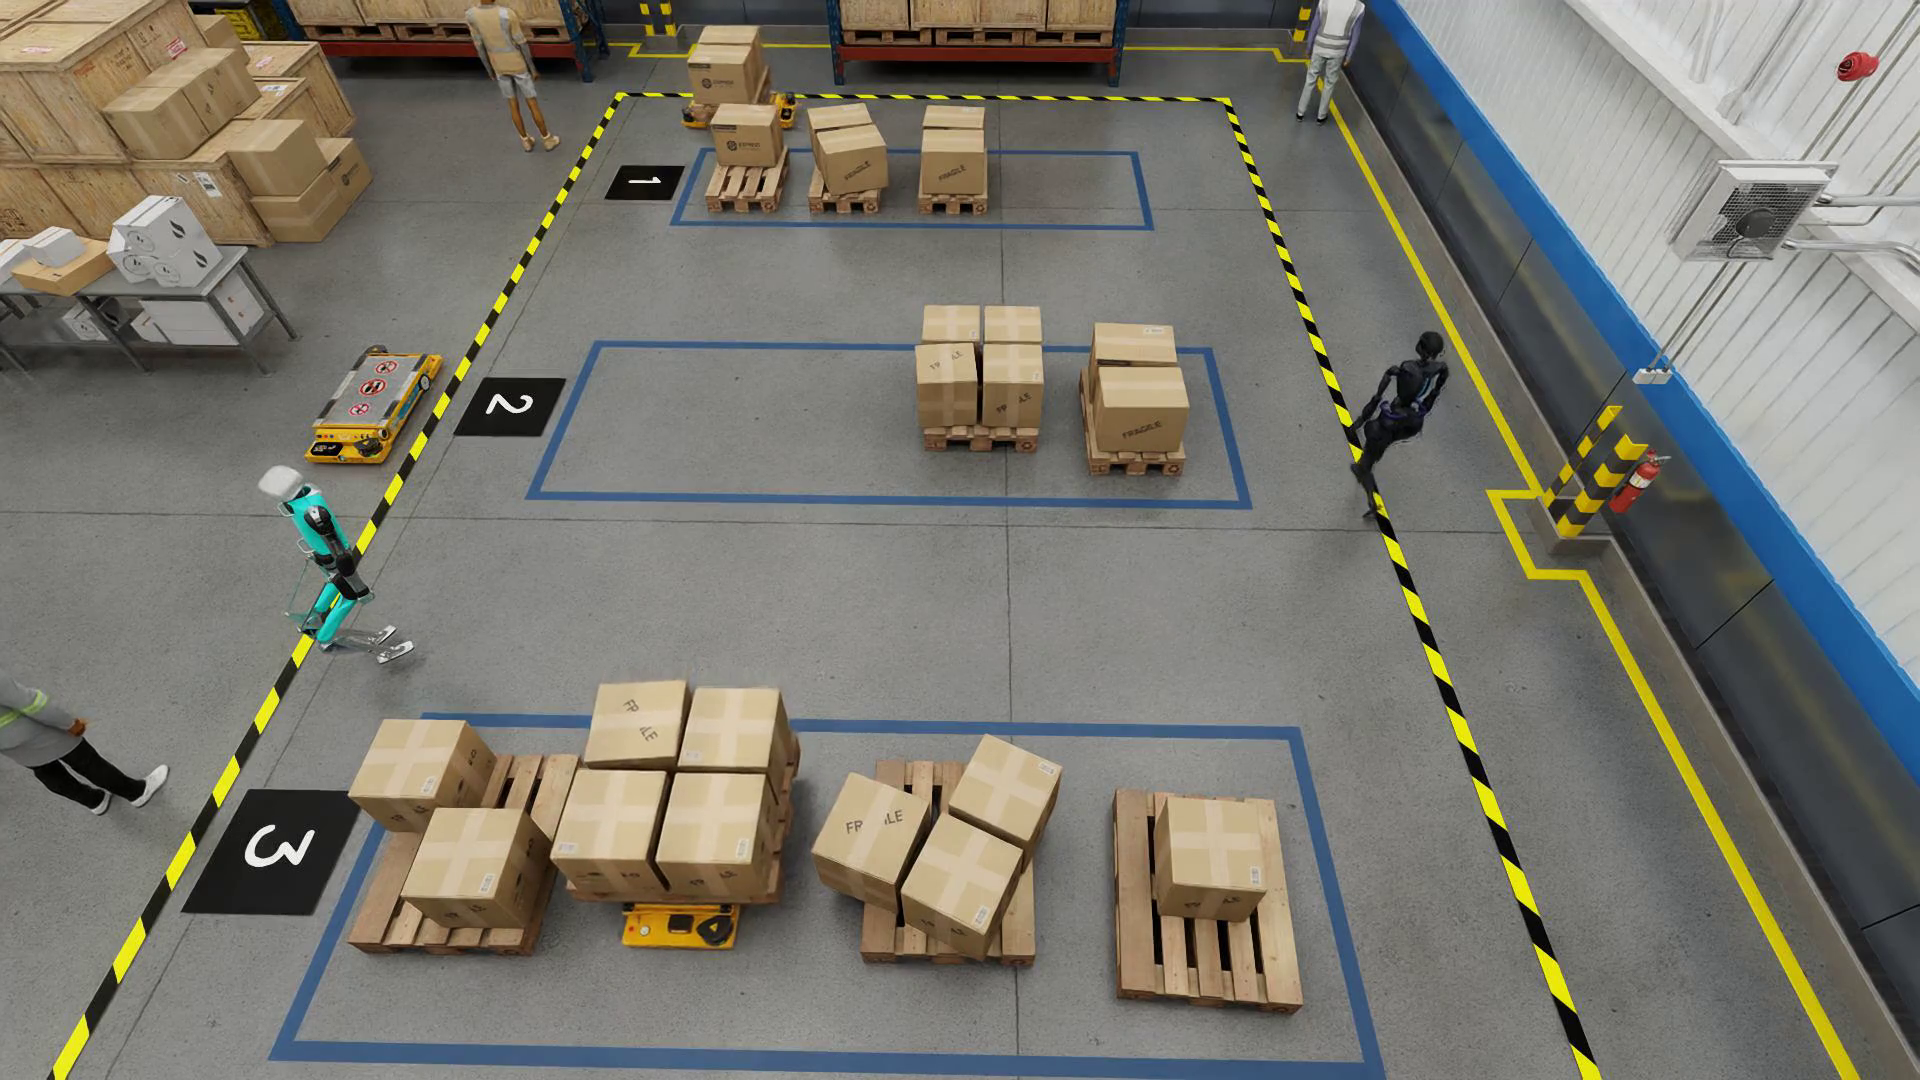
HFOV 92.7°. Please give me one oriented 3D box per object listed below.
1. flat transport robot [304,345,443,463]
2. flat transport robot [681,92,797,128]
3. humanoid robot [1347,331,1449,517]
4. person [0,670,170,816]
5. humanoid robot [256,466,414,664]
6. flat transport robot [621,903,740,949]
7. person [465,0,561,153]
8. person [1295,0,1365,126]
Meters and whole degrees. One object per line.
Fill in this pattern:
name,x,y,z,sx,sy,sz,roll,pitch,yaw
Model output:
flat transport robot,-5.383,-1.269,8.441,0.659,0.231,1.431,1,50,1
flat transport robot,-2.933,-5.745,12.210,1.431,0.197,0.652,1,50,1
humanoid robot,3.458,-0.911,7.236,0.610,1.646,0.693,-6,50,-5
person,-5.554,1.079,5.419,0.589,1.848,0.403,-6,50,-5
humanoid robot,-4.277,0.286,6.072,0.533,1.681,0.735,35,58,26
flat transport robot,-1.655,1.814,5.814,0.652,0.197,1.431,1,50,1
person,-5.421,-5.721,11.055,0.605,2.032,0.398,0,50,0
person,4.685,-6.217,11.604,0.601,1.827,0.404,19,52,15
